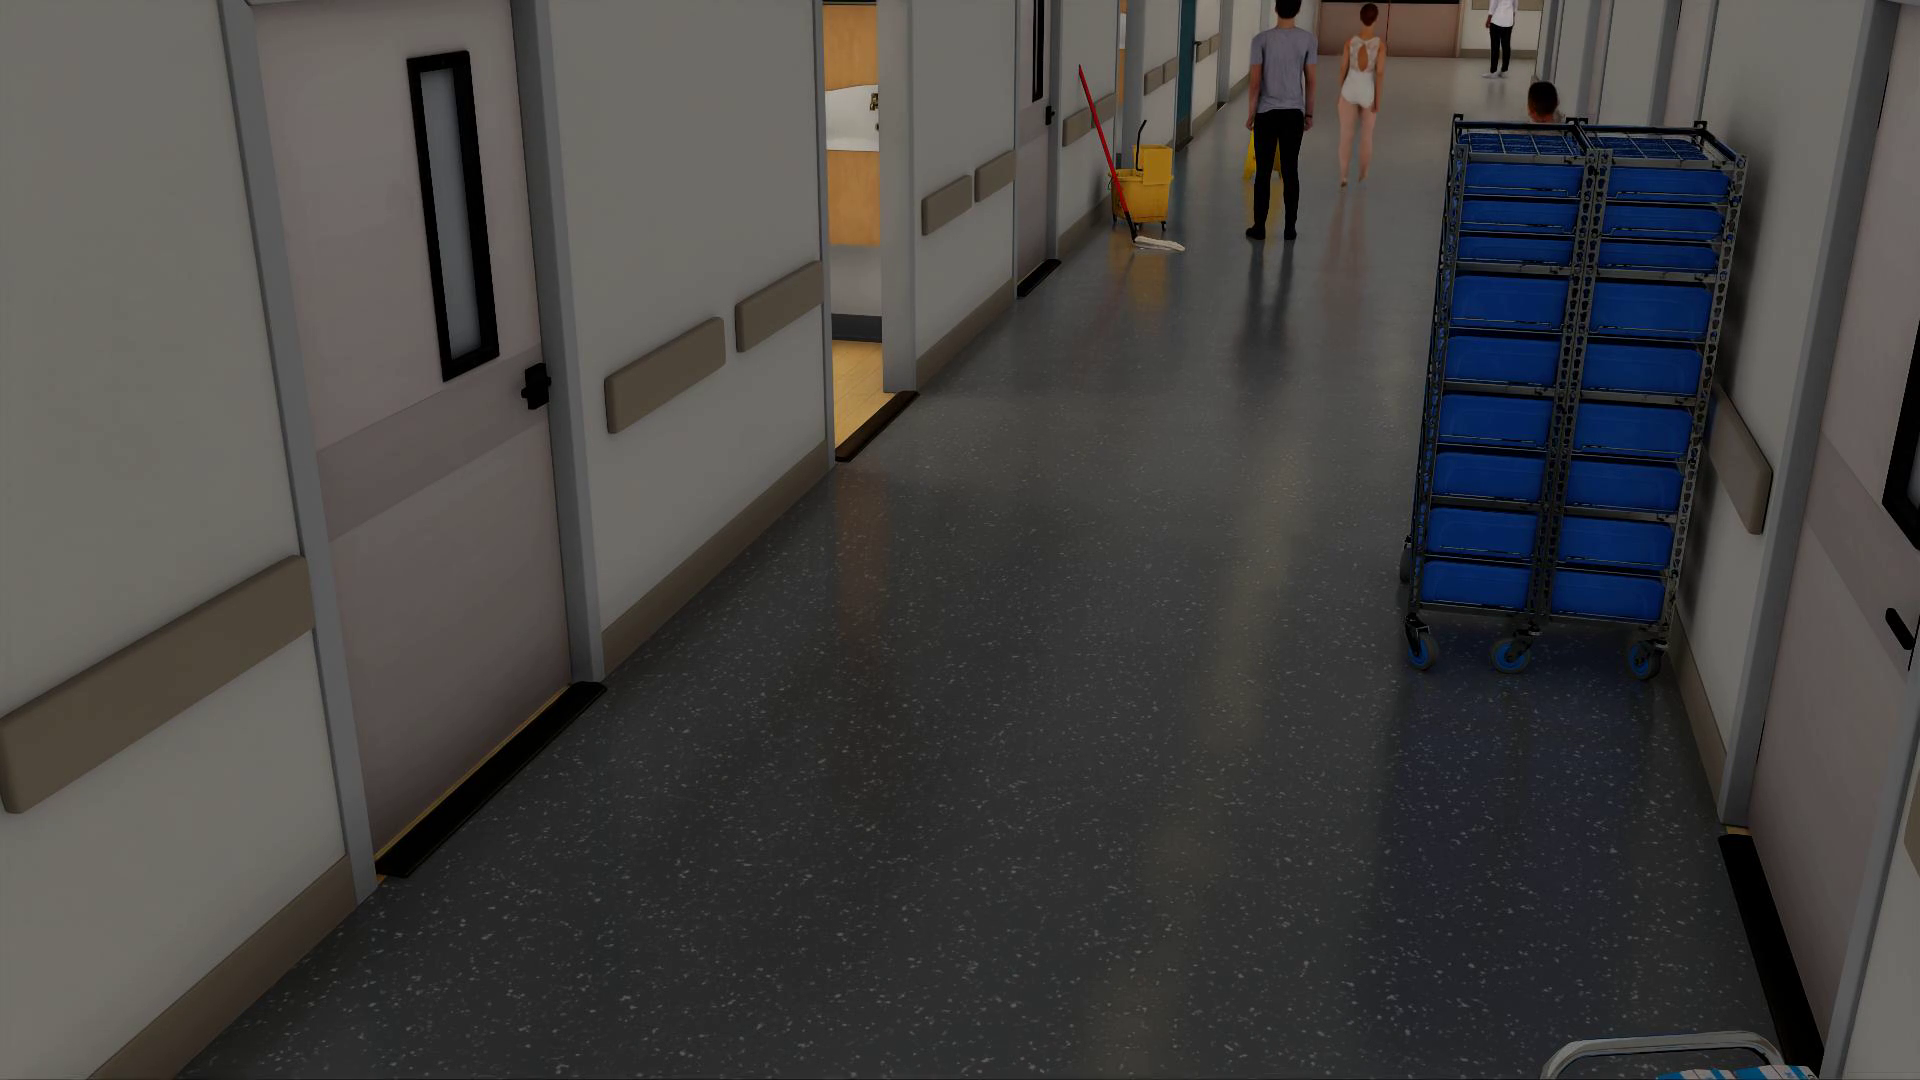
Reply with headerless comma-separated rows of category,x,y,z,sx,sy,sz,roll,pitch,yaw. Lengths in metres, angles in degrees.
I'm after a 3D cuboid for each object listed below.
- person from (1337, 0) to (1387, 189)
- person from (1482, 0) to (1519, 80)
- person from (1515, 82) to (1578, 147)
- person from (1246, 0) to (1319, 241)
person,3.597,-3.986,15.072,0.565,1.606,1.029,6,22,16
person,8.244,-7.954,25.260,0.715,1.810,0.720,-5,21,-14
person,3.516,-2.008,10.064,0.587,1.454,0.630,6,22,15
person,2.459,-3.260,12.793,0.717,1.863,0.637,0,21,1
